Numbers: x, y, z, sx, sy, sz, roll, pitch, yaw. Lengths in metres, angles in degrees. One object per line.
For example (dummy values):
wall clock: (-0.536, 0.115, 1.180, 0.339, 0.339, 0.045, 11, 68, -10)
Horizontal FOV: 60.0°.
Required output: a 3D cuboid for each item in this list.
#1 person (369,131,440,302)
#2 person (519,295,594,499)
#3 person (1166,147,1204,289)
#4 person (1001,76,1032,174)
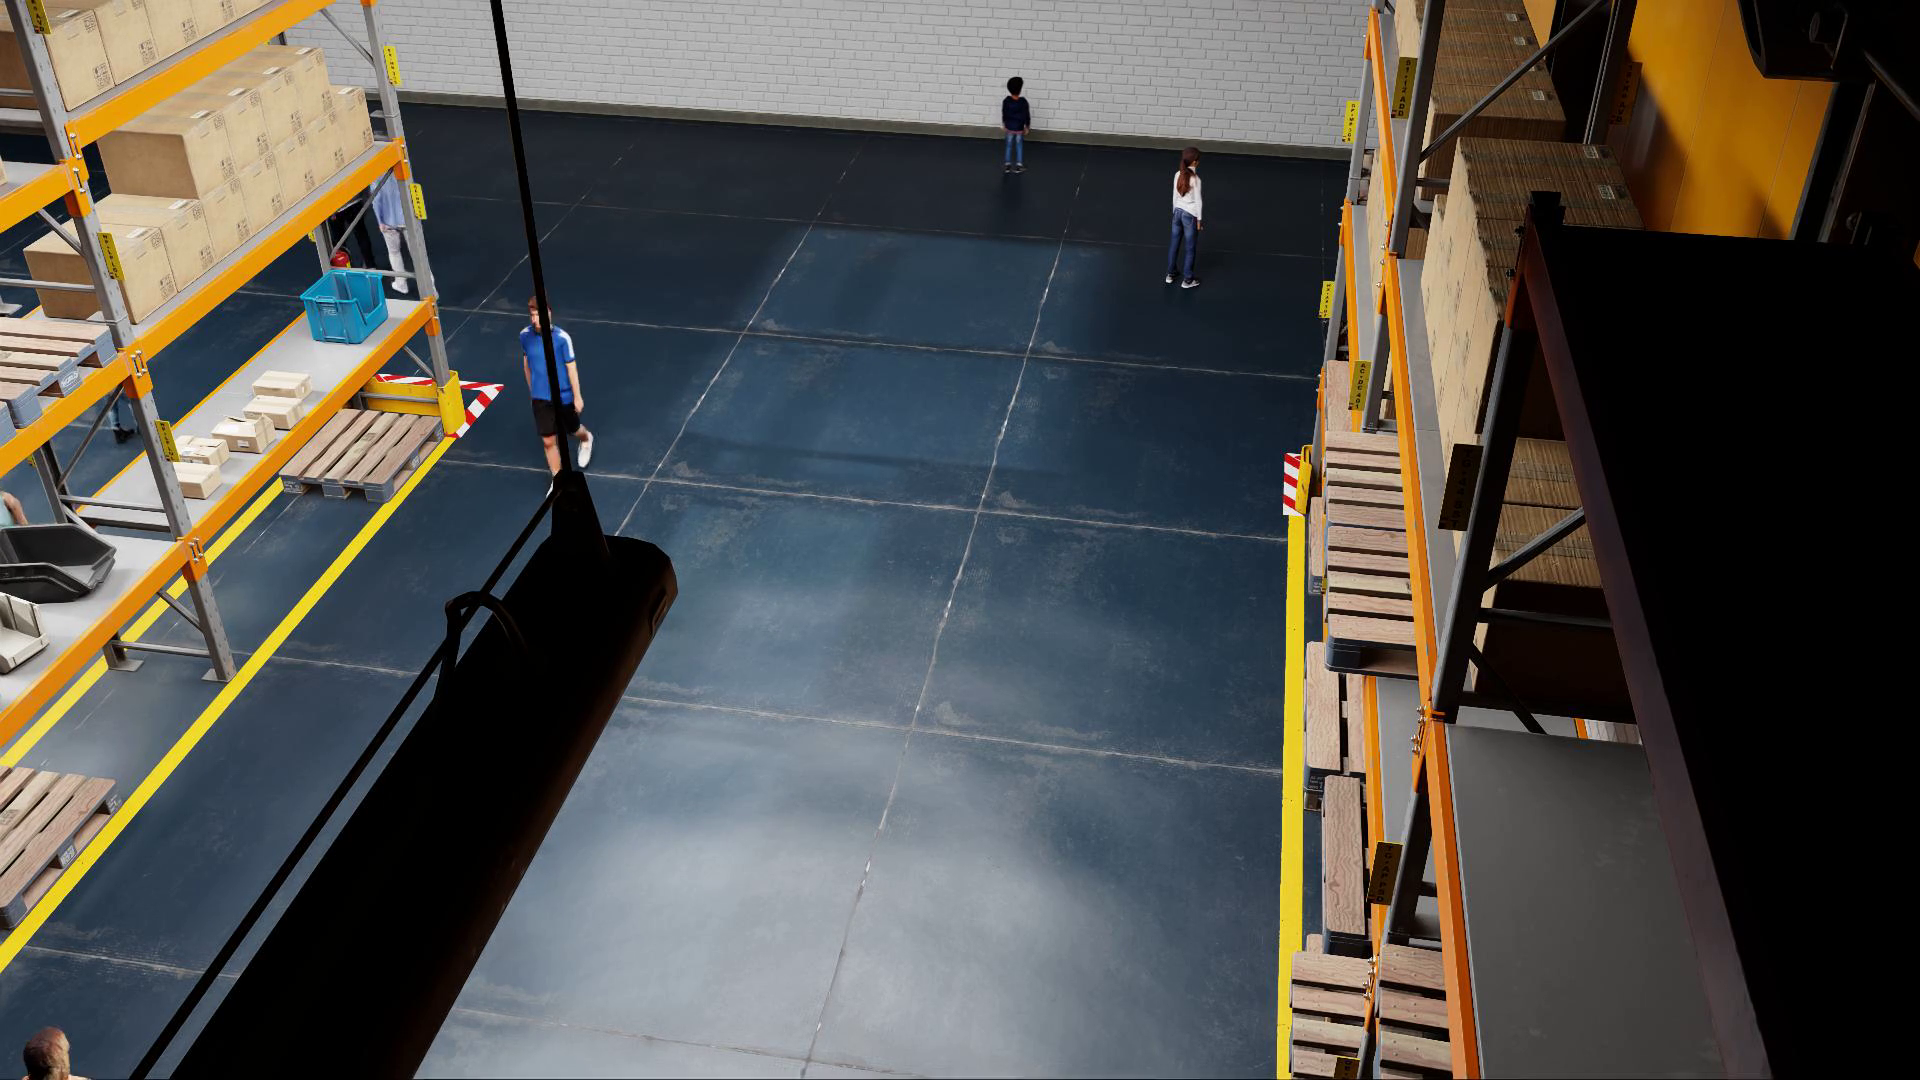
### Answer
person: (-5.918, -3.406, 17.619, 1.072, 1.864, 1.119, -23, 40, -31)
person: (-3.487, -1.303, 14.478, 0.696, 1.837, 1.176, 4, 34, 6)
person: (2.447, -3.517, 18.063, 0.623, 1.558, 0.658, 27, 42, 34)
person: (0.689, -5.236, 20.953, 0.533, 1.221, 0.494, 9, 35, 13)
